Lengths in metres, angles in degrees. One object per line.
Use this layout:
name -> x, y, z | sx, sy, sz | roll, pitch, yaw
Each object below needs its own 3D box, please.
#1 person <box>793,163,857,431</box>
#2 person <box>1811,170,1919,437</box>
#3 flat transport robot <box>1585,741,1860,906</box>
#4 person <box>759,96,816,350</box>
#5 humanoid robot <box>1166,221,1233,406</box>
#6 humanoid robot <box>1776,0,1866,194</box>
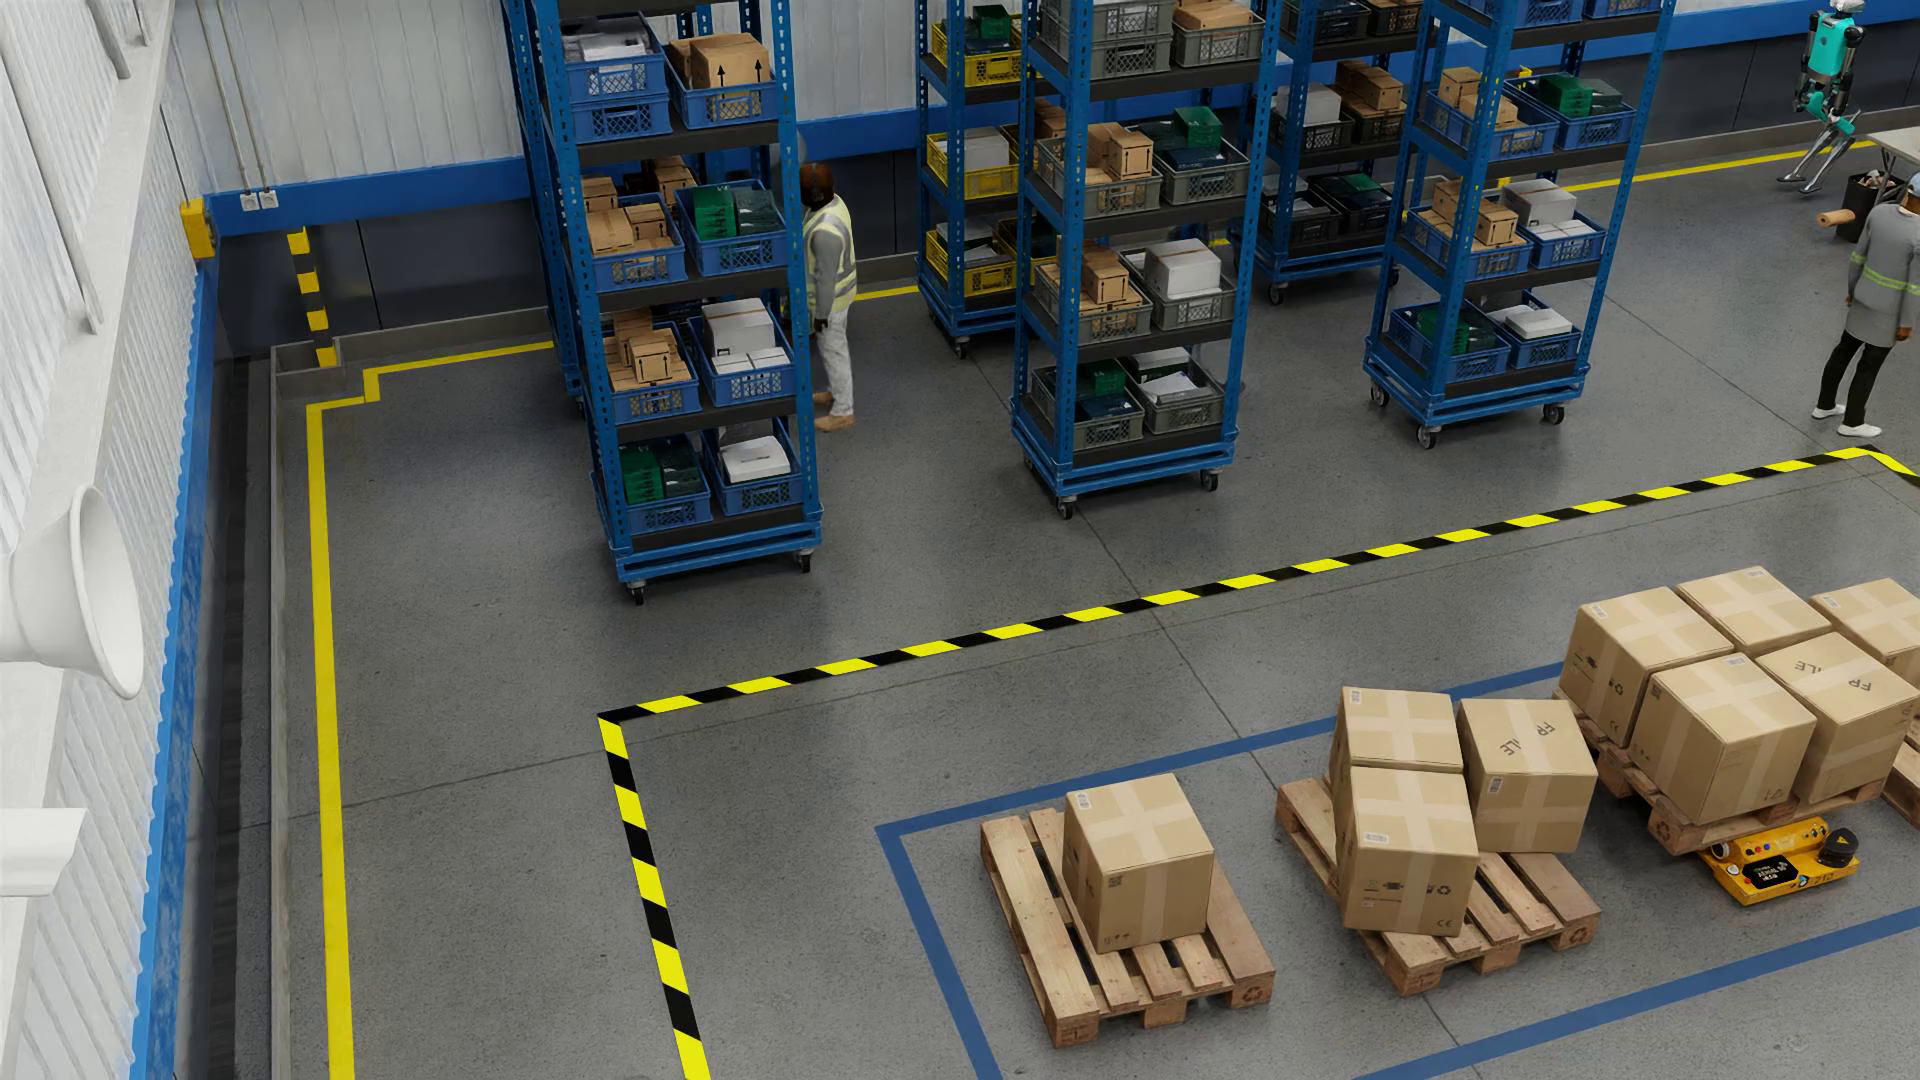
person -> -0.892, -1.613, 10.985 | 0.430, 1.837, 0.627 | -3, 35, -5
person -> 6.048, -1.555, 10.886 | 0.397, 1.852, 0.589 | -9, 36, -12
flat transport robot -> 3.738, 1.188, 8.347 | 0.652, 0.197, 1.431 | -11, 37, -15
person -> -1.245, -2.291, 11.856 | 0.357, 1.937, 0.636 | -11, 37, -15
humanoid robot -> 1.559, -1.595, 11.111 | 0.668, 1.629, 0.600 | -3, 35, -5
humanoid robot -> 7.404, -3.771, 14.011 | 0.735, 1.677, 0.533 | -11, 37, -15
